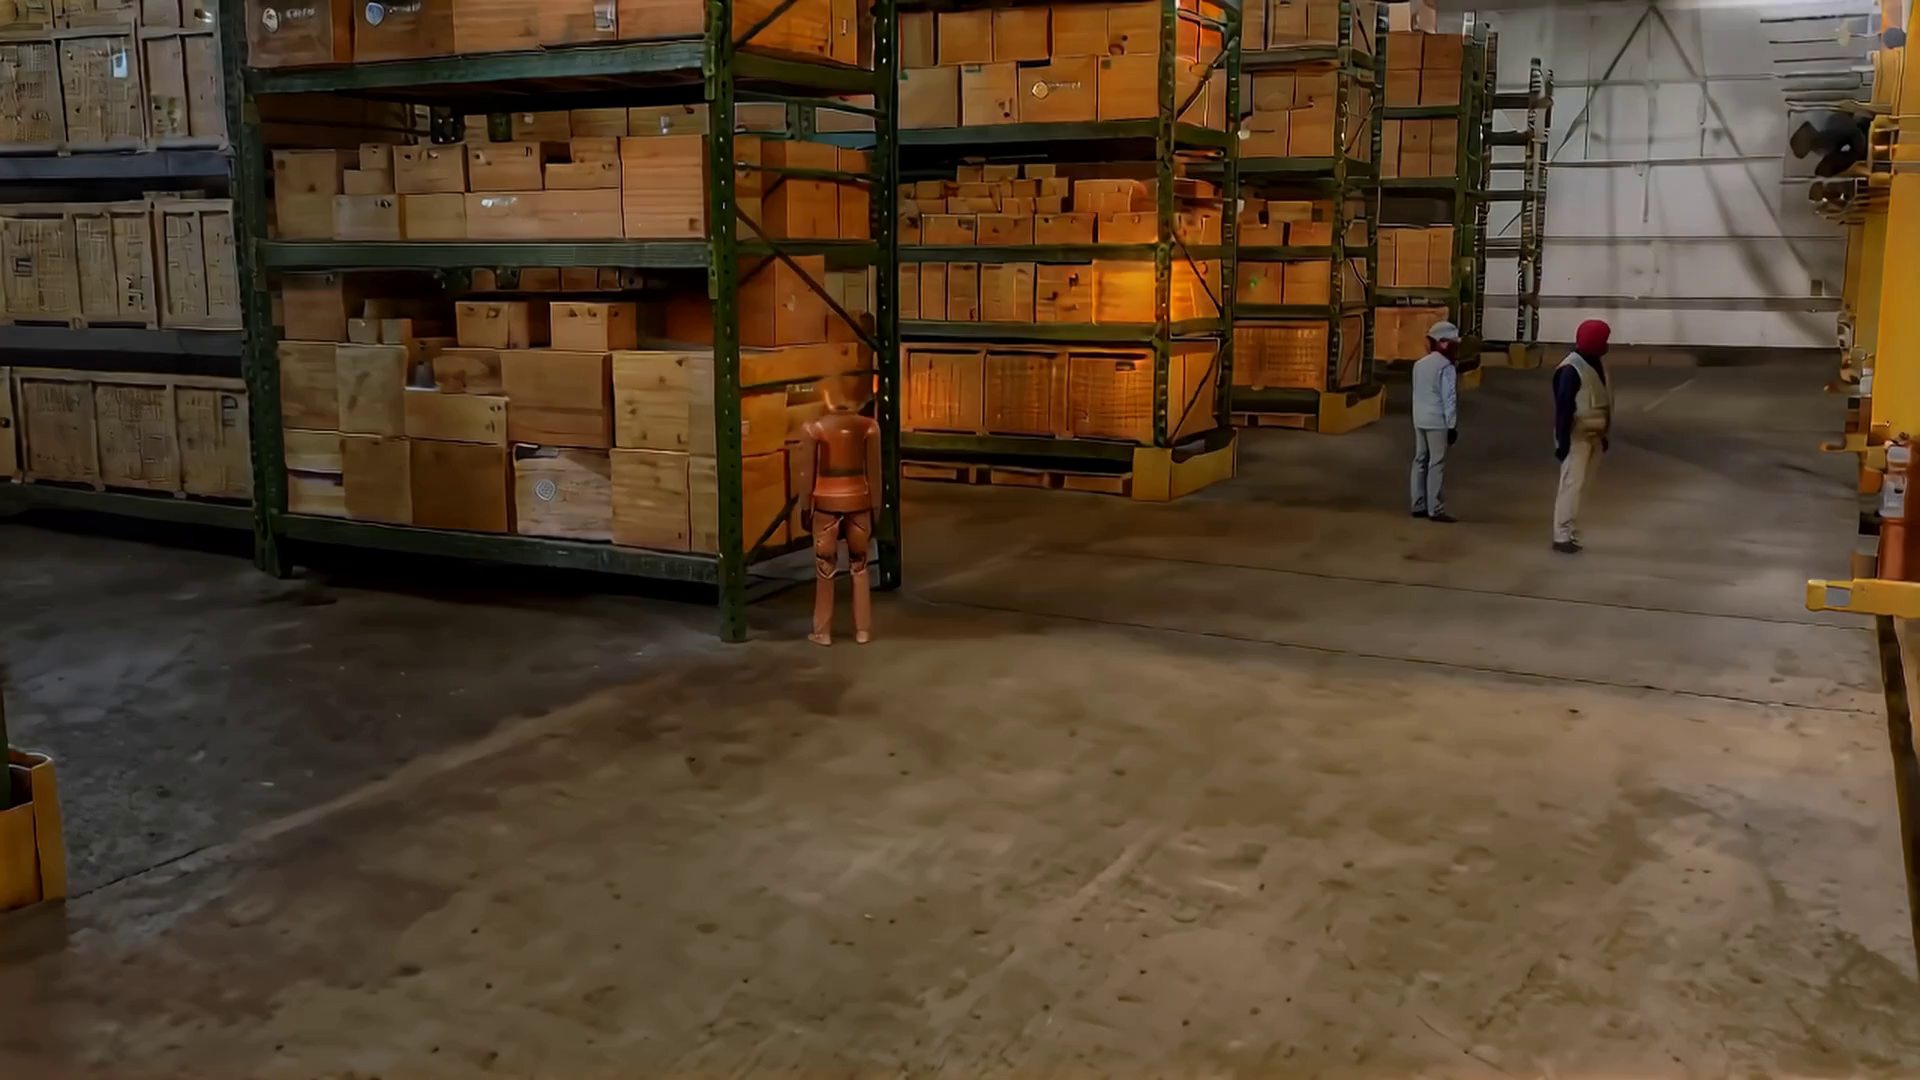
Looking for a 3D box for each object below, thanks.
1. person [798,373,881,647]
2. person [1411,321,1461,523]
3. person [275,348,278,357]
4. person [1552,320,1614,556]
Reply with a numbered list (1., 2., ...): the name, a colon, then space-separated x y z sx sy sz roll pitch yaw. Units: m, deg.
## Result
1. person: -0.708 -0.174 9.875 0.517 1.632 0.314 -4 11 -21
2. person: 4.144 -1.025 14.453 0.339 1.746 0.562 -3 10 -16
3. person: -8.009 -1.982 19.457 0.376 1.934 0.547 -3 10 -15
4. person: 4.800 -0.786 12.868 0.662 1.826 0.432 -10 14 -44
